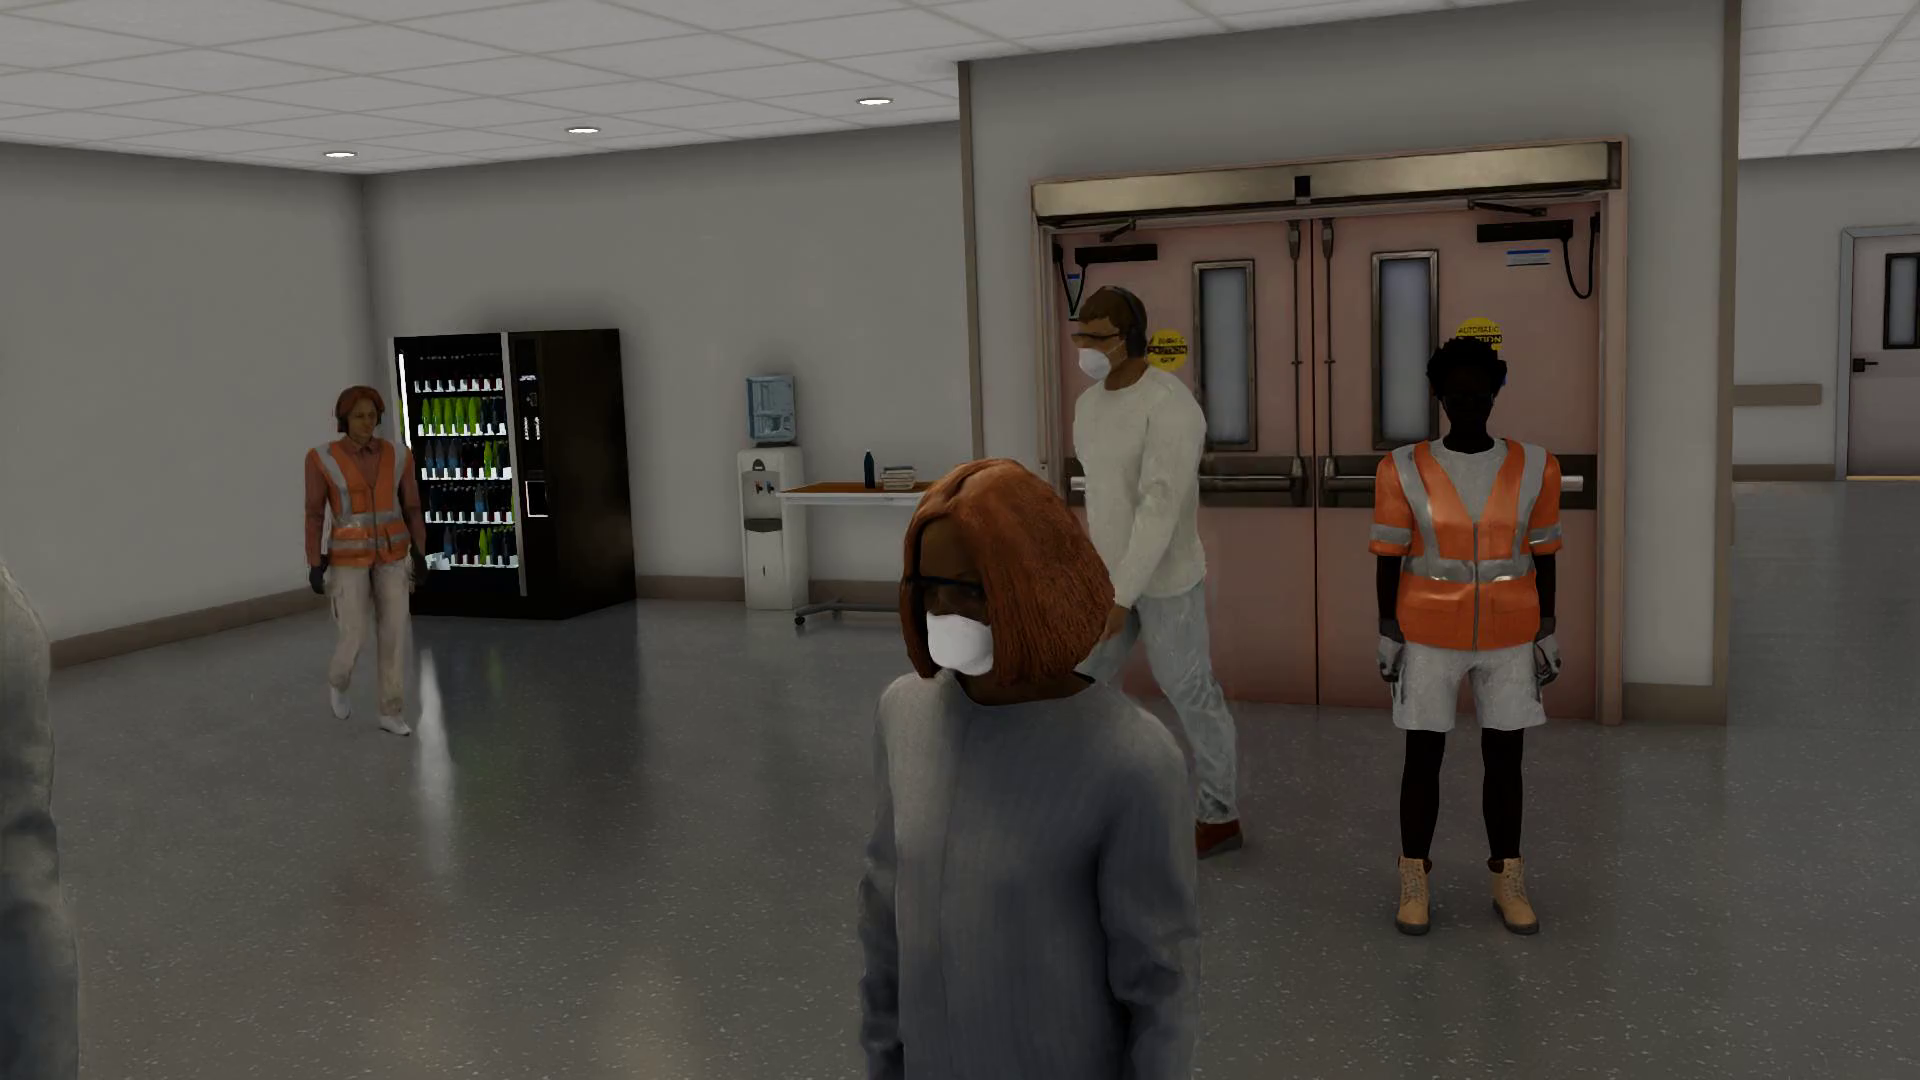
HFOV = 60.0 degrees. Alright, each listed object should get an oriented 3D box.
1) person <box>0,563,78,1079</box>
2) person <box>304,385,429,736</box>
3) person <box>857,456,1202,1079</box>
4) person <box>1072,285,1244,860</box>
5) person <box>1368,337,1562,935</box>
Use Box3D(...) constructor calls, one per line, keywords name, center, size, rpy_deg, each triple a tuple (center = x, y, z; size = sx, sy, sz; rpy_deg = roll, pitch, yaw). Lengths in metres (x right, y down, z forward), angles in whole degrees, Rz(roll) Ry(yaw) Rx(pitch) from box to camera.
Box3D(name="person", center=(-1.264, 0.655, 1.782), size=(0.624, 1.931, 0.378), rpy_deg=(-4, 8, -11))
Box3D(name="person", center=(-2.745, 0.099, 7.665), size=(0.542, 1.625, 0.425), rpy_deg=(-8, 10, -39))
Box3D(name="person", center=(0.070, 0.713, 2.034), size=(0.497, 1.632, 0.289), rpy_deg=(4, 10, 41))
Box3D(name="person", center=(0.497, 0.152, 5.240), size=(1.048, 1.876, 0.630), rpy_deg=(-7, 9, -32))
Box3D(name="person", center=(1.439, 0.276, 4.724), size=(0.540, 1.696, 0.316), rpy_deg=(-1, 7, 7))
